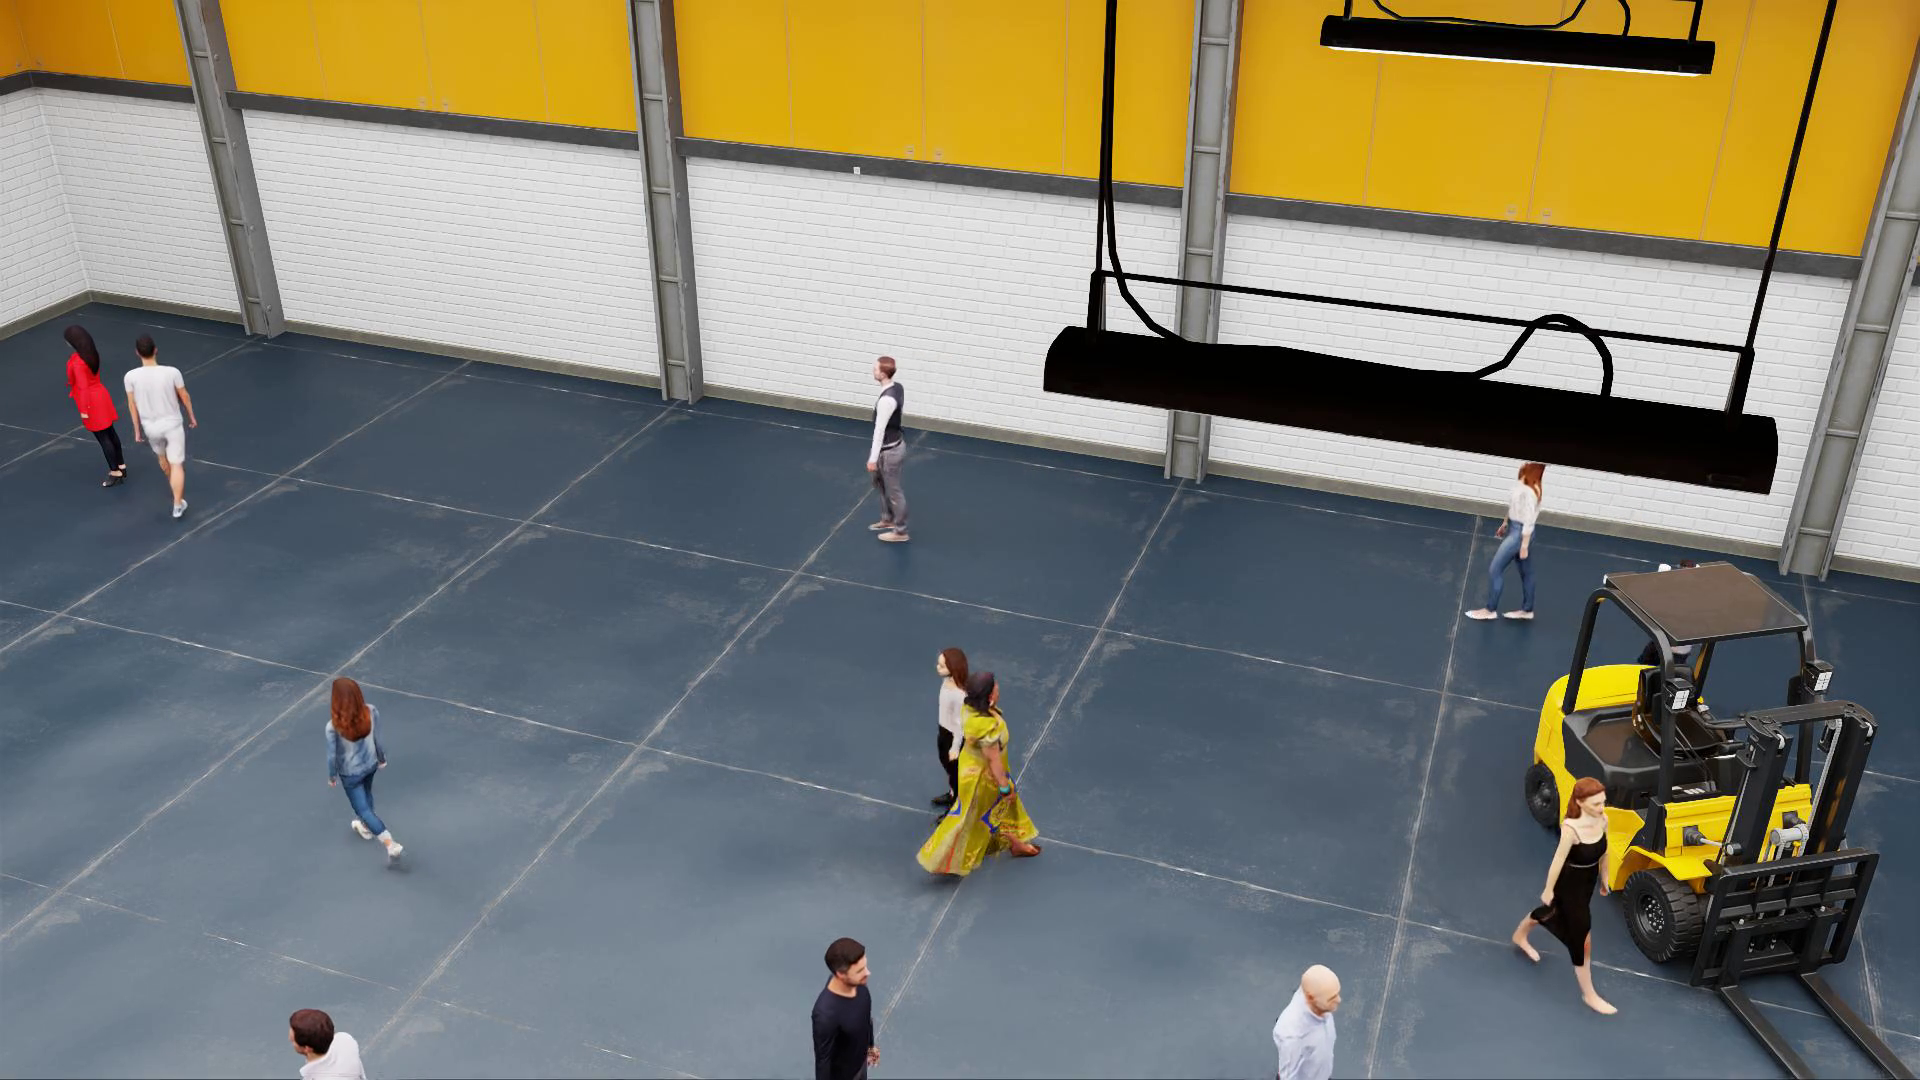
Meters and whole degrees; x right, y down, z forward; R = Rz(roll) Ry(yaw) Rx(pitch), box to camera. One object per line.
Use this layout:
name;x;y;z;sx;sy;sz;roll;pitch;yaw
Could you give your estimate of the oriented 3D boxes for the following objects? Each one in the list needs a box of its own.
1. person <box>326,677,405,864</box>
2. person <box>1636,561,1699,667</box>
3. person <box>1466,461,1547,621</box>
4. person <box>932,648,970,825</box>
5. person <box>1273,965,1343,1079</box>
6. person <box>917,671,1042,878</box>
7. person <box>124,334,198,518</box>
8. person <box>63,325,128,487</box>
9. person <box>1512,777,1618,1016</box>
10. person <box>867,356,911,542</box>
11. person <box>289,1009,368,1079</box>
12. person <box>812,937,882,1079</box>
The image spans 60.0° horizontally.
person;-4.249;1.654;11.857;1.024;1.453;0.776;21;35;33
person;5.873;0.770;13.491;0.871;1.441;0.670;5;29;10
person;5.038;-0.031;14.680;0.797;1.708;0.577;10;30;17
person;-0.042;1.417;12.258;0.686;1.485;0.643;-8;30;-14
person;1.788;2.988;9.078;1.119;1.772;0.801;17;33;29
person;0.078;1.683;11.636;1.278;1.614;1.046;-3;29;-6
person;-7.917;-1.088;16.513;1.192;1.808;1.186;-9;30;-15
person;-8.901;-1.391;17.128;0.747;1.751;0.719;-3;29;-5
person;3.895;2.188;10.754;0.996;1.572;1.147;-18;33;-29
person;-0.584;-0.851;15.960;0.749;1.922;0.742;2;29;3
person;-3.130;3.185;8.674;1.278;1.813;0.967;0;29;0
person;-0.724;2.896;9.158;0.711;1.857;0.674;7;29;13
